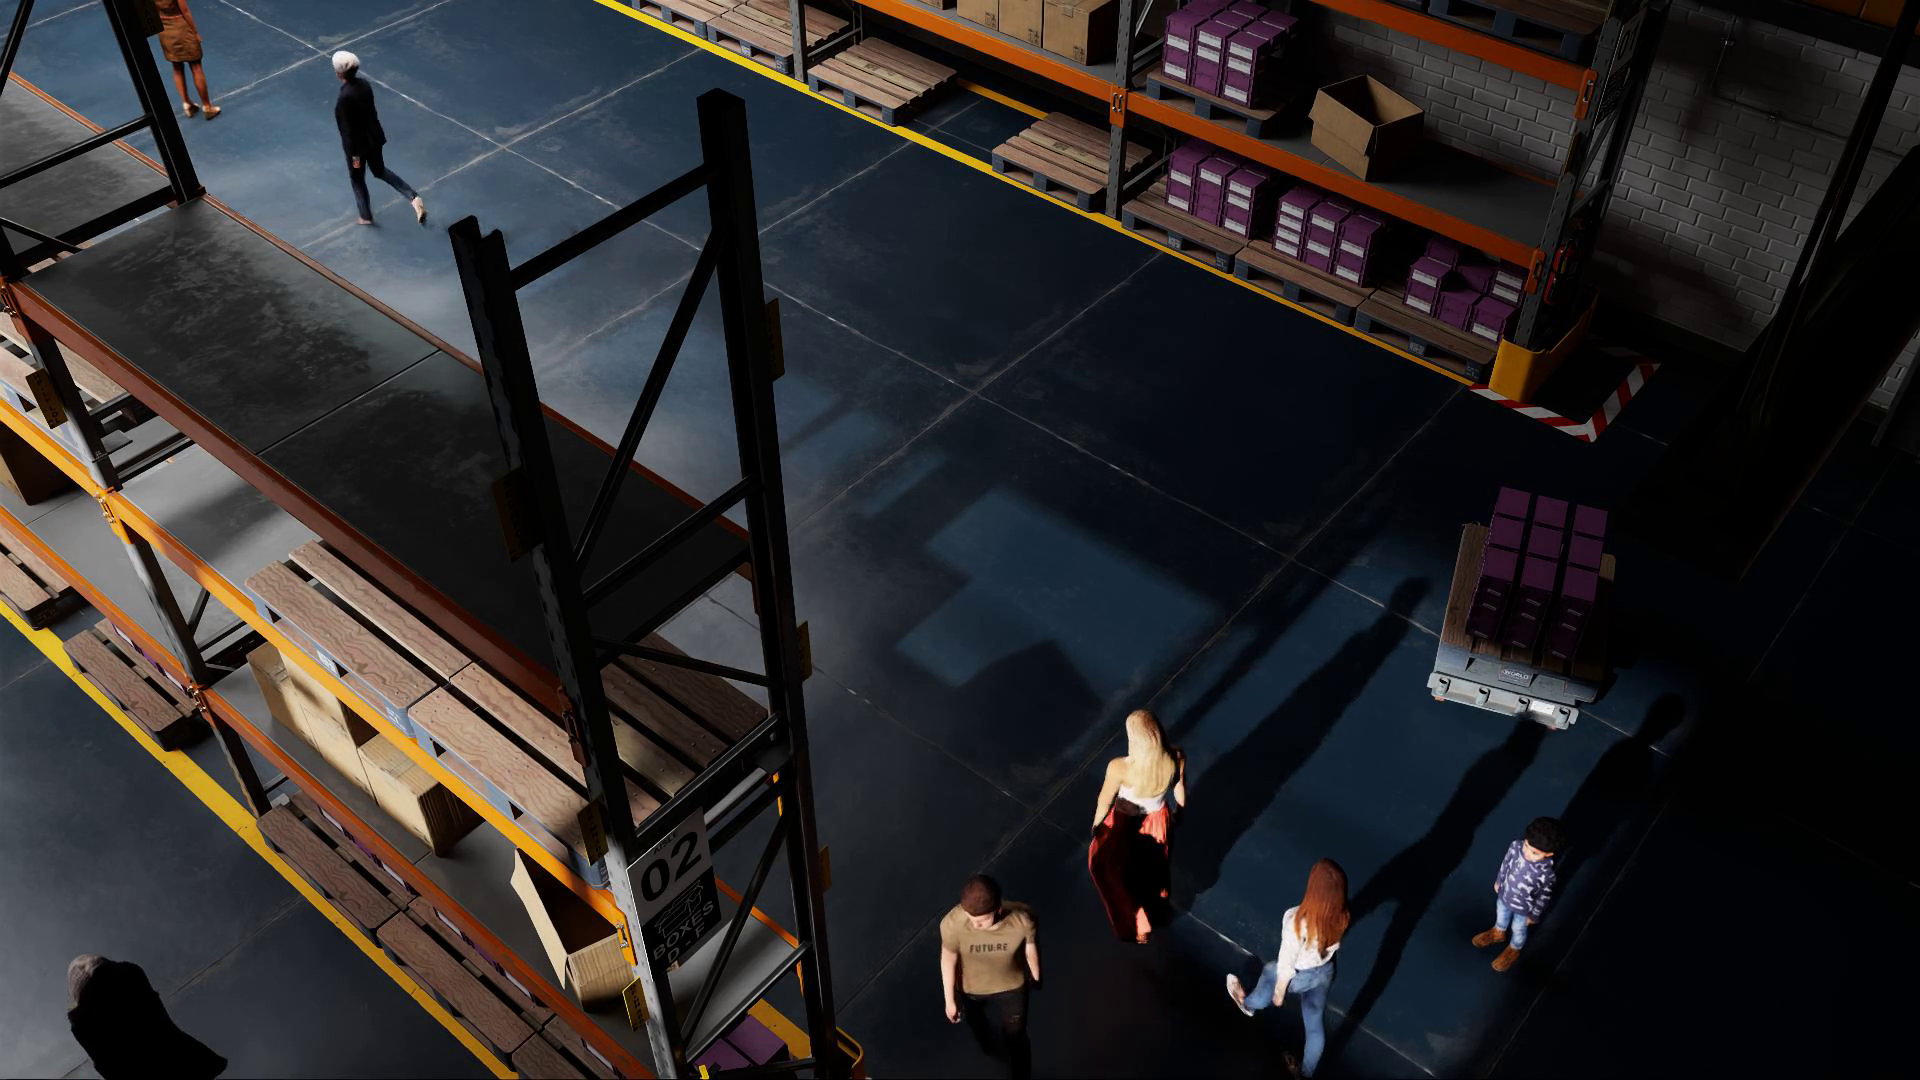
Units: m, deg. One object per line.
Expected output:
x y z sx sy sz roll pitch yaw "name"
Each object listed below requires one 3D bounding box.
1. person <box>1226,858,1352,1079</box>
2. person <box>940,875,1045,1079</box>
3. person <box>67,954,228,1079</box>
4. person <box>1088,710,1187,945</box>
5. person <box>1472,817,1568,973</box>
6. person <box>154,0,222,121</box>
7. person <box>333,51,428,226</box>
1.836 2.303 8.619 0.882 1.694 1.096 -17 46 -17 "person"
0.137 2.204 8.643 1.190 1.804 1.213 -3 44 -3 "person"
-4.138 2.558 8.337 1.134 1.714 0.753 21 48 21 "person"
0.988 1.651 9.239 0.896 1.783 0.959 -3 44 -3 "person"
3.150 1.959 9.302 0.619 1.250 0.522 -19 47 -19 "person"
-7.626 -4.926 16.216 0.589 1.683 0.697 8 44 9 "person"
-5.269 -3.489 14.803 1.100 1.770 0.973 12 45 12 "person"
